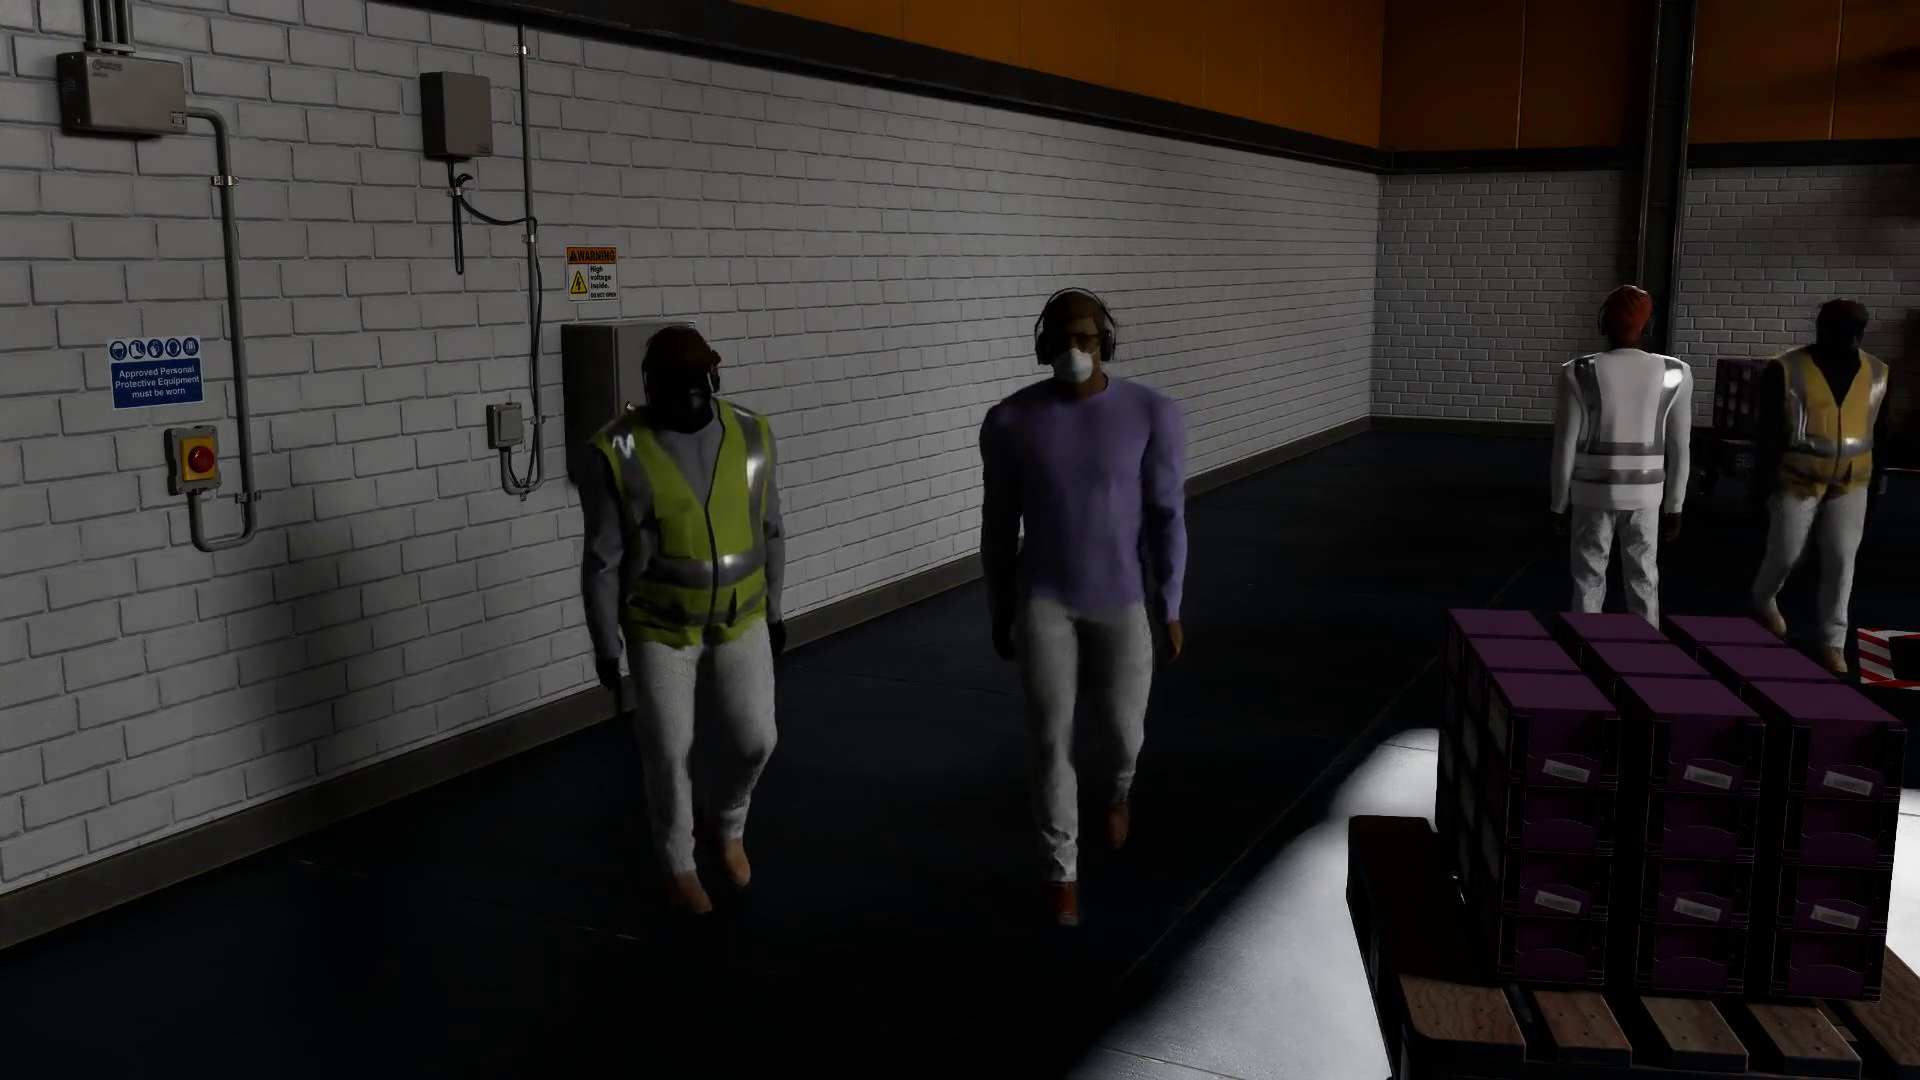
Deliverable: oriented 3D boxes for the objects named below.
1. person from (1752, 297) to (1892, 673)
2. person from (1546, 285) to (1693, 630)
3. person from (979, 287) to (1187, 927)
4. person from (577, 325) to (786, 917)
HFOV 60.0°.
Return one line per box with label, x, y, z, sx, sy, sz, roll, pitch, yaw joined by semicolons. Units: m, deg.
person;4.236;-0.301;8.270;0.650;1.819;0.750;1;10;8
person;2.882;-0.168;7.302;0.584;1.882;0.337;1;10;7
person;0.378;0.186;5.149;0.641;1.927;0.673;1;10;8
person;-0.820;0.258;5.044;0.644;1.817;0.437;-5;11;-26
